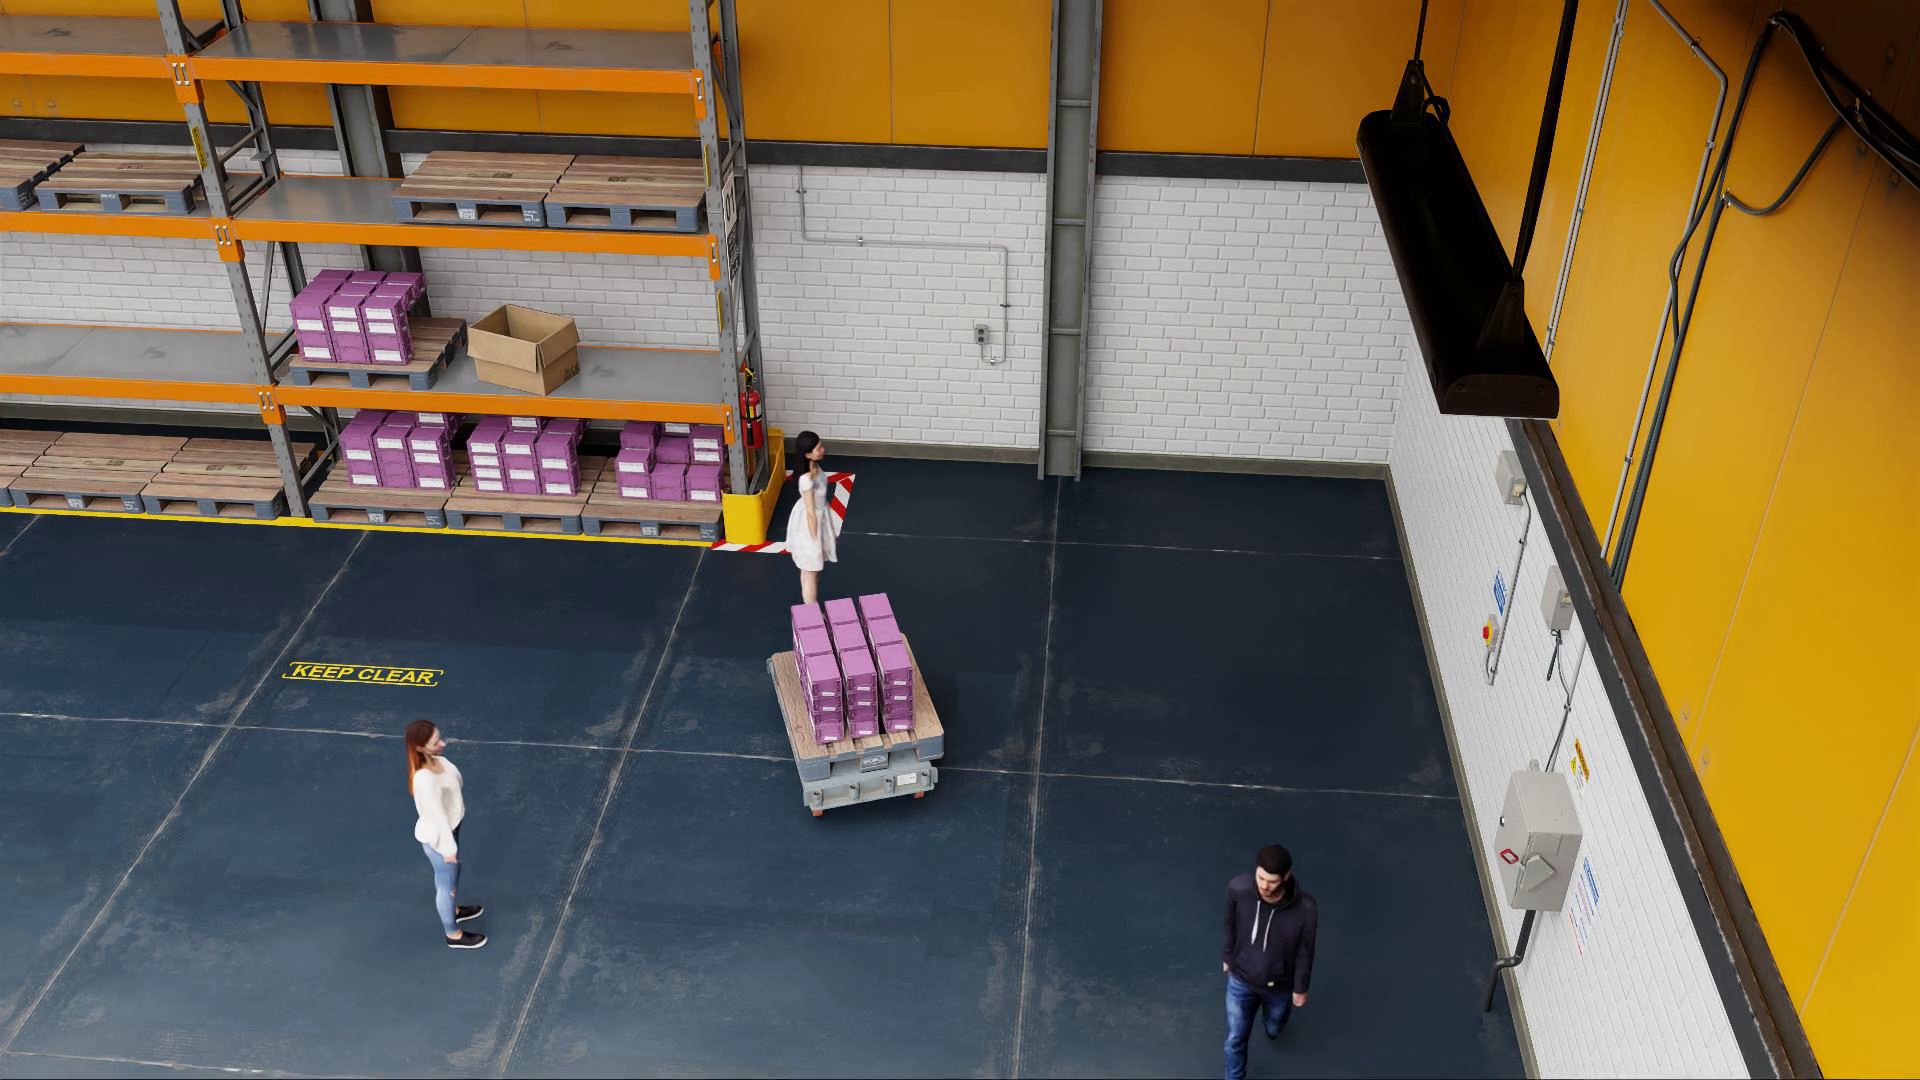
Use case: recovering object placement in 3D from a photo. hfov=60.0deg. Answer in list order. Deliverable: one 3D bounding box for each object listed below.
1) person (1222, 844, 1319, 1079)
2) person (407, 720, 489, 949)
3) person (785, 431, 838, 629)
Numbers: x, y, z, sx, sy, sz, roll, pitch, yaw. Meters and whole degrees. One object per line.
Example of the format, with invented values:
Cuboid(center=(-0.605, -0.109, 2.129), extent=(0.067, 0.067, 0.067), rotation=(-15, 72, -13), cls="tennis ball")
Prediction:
Cuboid(center=(1.720, 2.346, 9.215), extent=(1.154, 1.864, 1.005), rotation=(15, 36, 21), cls="person")
Cuboid(center=(-3.181, 1.789, 10.208), extent=(0.666, 1.692, 0.690), rotation=(-9, 35, -13), cls="person")
Cuboid(center=(-1.145, -0.063, 12.920), extent=(0.675, 1.774, 0.683), rotation=(-2, 34, -2), cls="person")
